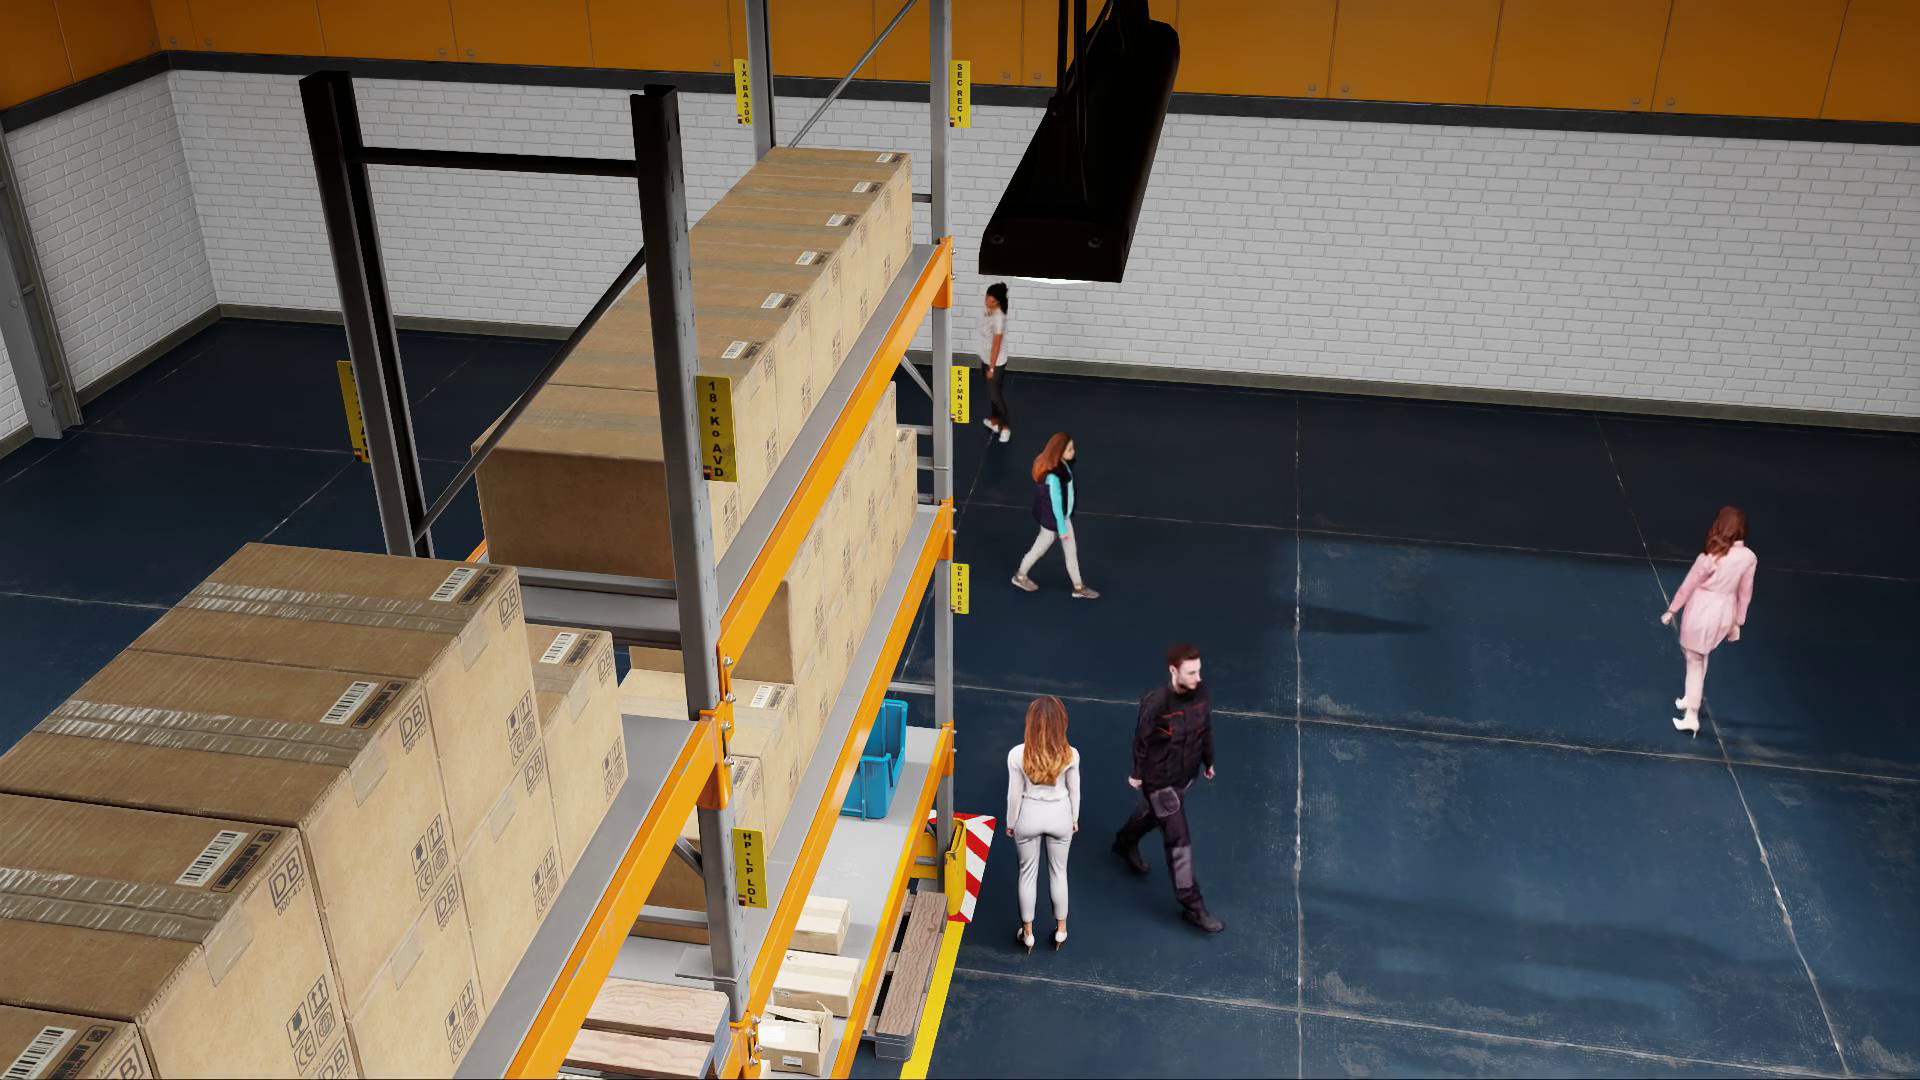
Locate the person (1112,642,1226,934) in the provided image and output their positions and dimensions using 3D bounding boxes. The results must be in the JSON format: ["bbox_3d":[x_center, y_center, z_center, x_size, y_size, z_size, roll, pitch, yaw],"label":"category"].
[{"bbox_3d":[1.220,1.410,10.143,1.265,1.862,1.239,-23,36,-36],"label":"person"}]

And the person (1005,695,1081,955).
[{"bbox_3d":[0.483,1.682,9.745,0.633,1.767,0.606,-2,29,-4],"label":"person"}]

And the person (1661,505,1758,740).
[{"bbox_3d":[5.275,0.624,11.661,0.742,1.790,0.793,-4,29,-8],"label":"person"}]

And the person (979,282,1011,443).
[{"bbox_3d":[0.341,-1.787,16.253,0.833,1.624,0.597,4,29,7],"label":"person"}]

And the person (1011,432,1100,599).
[{"bbox_3d":[0.700,-0.184,13.481,0.748,1.464,0.960,10,30,18],"label":"person"}]
